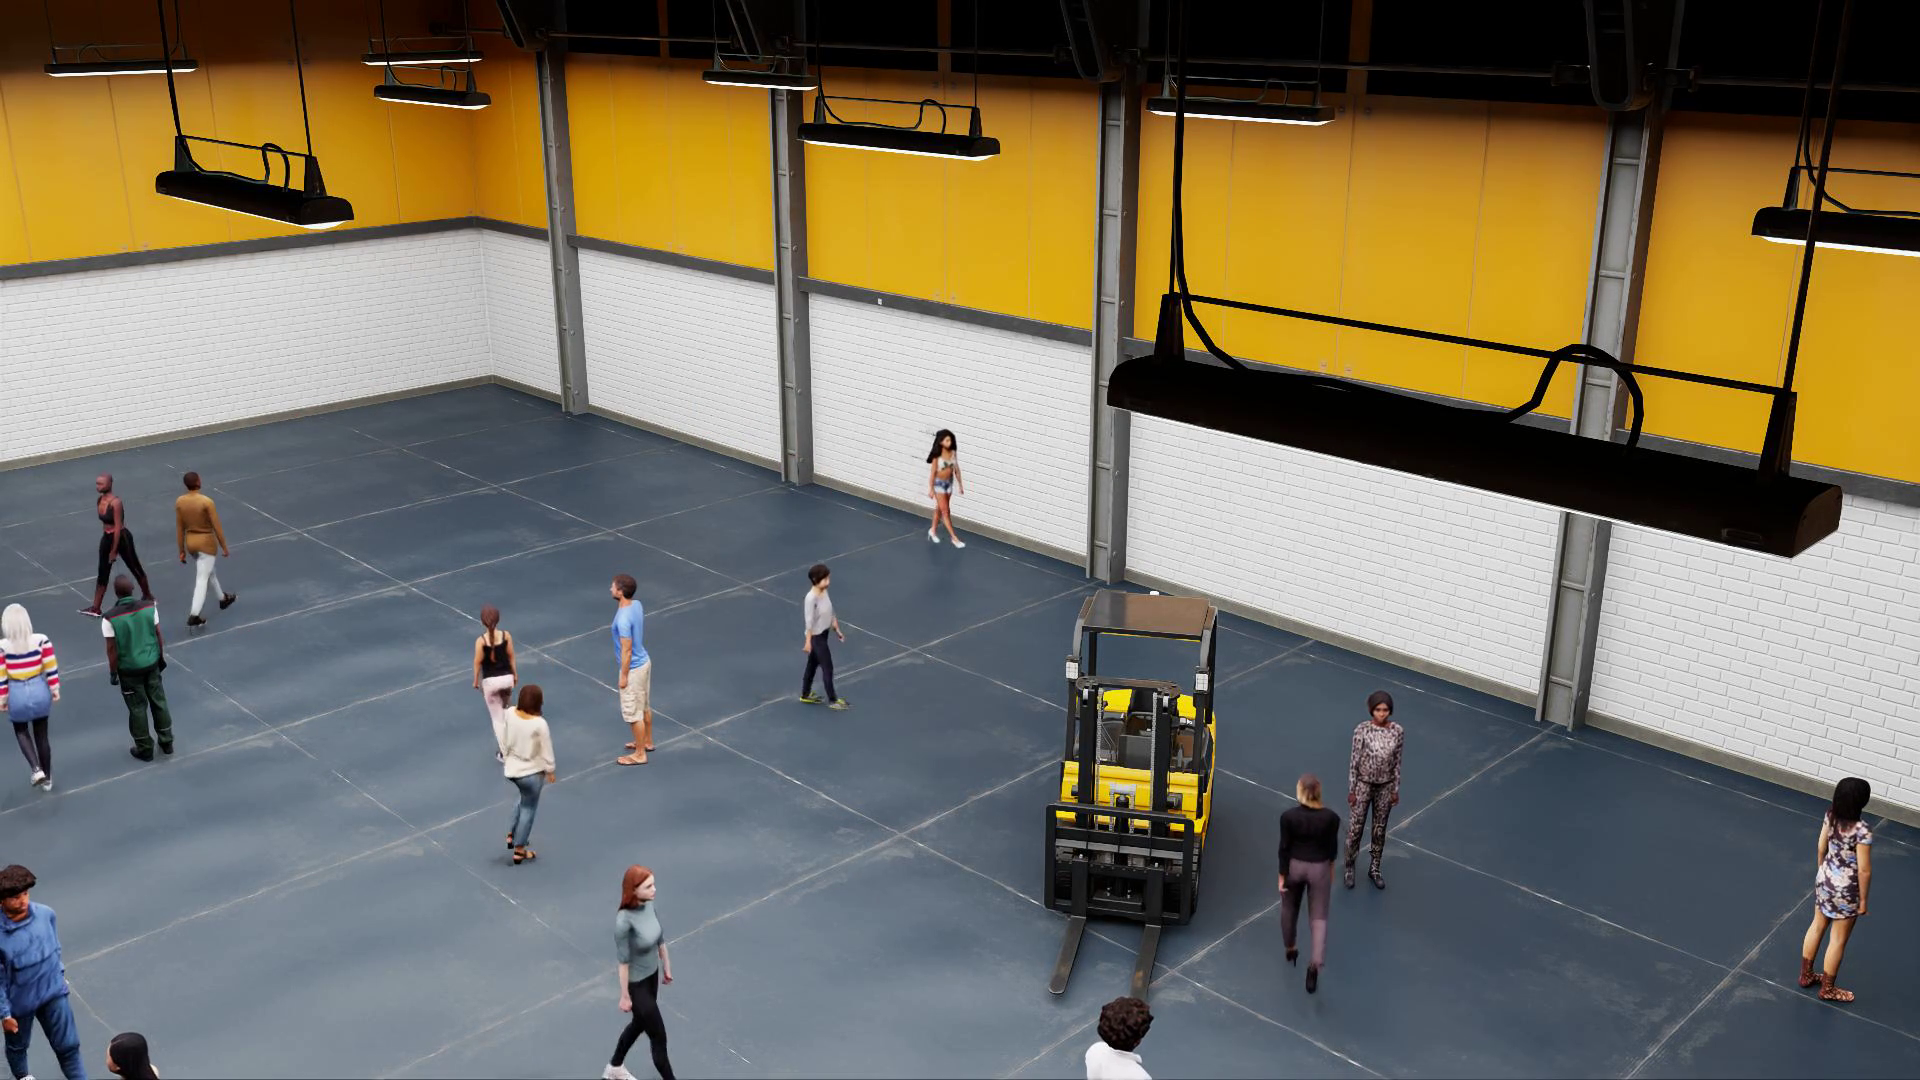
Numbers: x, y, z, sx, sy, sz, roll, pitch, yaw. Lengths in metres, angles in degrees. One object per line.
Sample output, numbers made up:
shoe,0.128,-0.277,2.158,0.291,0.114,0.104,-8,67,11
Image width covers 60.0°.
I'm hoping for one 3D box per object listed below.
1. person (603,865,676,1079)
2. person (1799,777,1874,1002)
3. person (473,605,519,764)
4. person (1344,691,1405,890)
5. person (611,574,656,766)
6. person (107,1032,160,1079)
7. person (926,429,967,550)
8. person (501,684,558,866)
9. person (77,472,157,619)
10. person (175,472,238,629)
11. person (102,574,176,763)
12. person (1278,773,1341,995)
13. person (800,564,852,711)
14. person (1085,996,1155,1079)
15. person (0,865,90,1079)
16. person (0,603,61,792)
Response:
person,-2.139,2.906,10.904,1.082,1.717,0.872,6,20,18
person,6.364,2.513,12.047,0.734,1.733,0.625,-5,19,-14
person,-4.332,1.378,15.704,0.581,1.550,0.735,-14,23,-35
person,3.366,2.025,13.527,0.669,1.713,0.734,0,19,1
person,-3.086,1.203,15.735,0.784,1.863,0.751,2,19,6
person,-4.459,3.470,9.140,0.863,1.775,0.790,-3,19,-8
person,-0.268,-0.669,21.726,0.600,1.585,0.992,-16,24,-39
person,-3.652,1.947,13.869,0.574,1.643,0.789,7,20,21
person,-9.729,0.038,19.415,1.170,1.720,0.925,9,21,25
person,-8.716,0.142,19.033,1.240,1.768,1.193,2,19,7
person,-7.799,1.202,15.778,0.609,1.837,0.704,15,23,37
person,2.549,2.524,12.150,1.007,1.646,1.008,2,19,7
person,-1.521,0.970,16.952,0.917,1.527,0.779,5,19,15
person,0.878,3.378,9.362,0.677,1.807,0.488,-16,25,-40
person,-6.077,2.924,10.777,1.186,1.765,0.836,12,22,32
person,-8.426,1.464,15.062,0.733,1.797,0.761,-13,22,-33
